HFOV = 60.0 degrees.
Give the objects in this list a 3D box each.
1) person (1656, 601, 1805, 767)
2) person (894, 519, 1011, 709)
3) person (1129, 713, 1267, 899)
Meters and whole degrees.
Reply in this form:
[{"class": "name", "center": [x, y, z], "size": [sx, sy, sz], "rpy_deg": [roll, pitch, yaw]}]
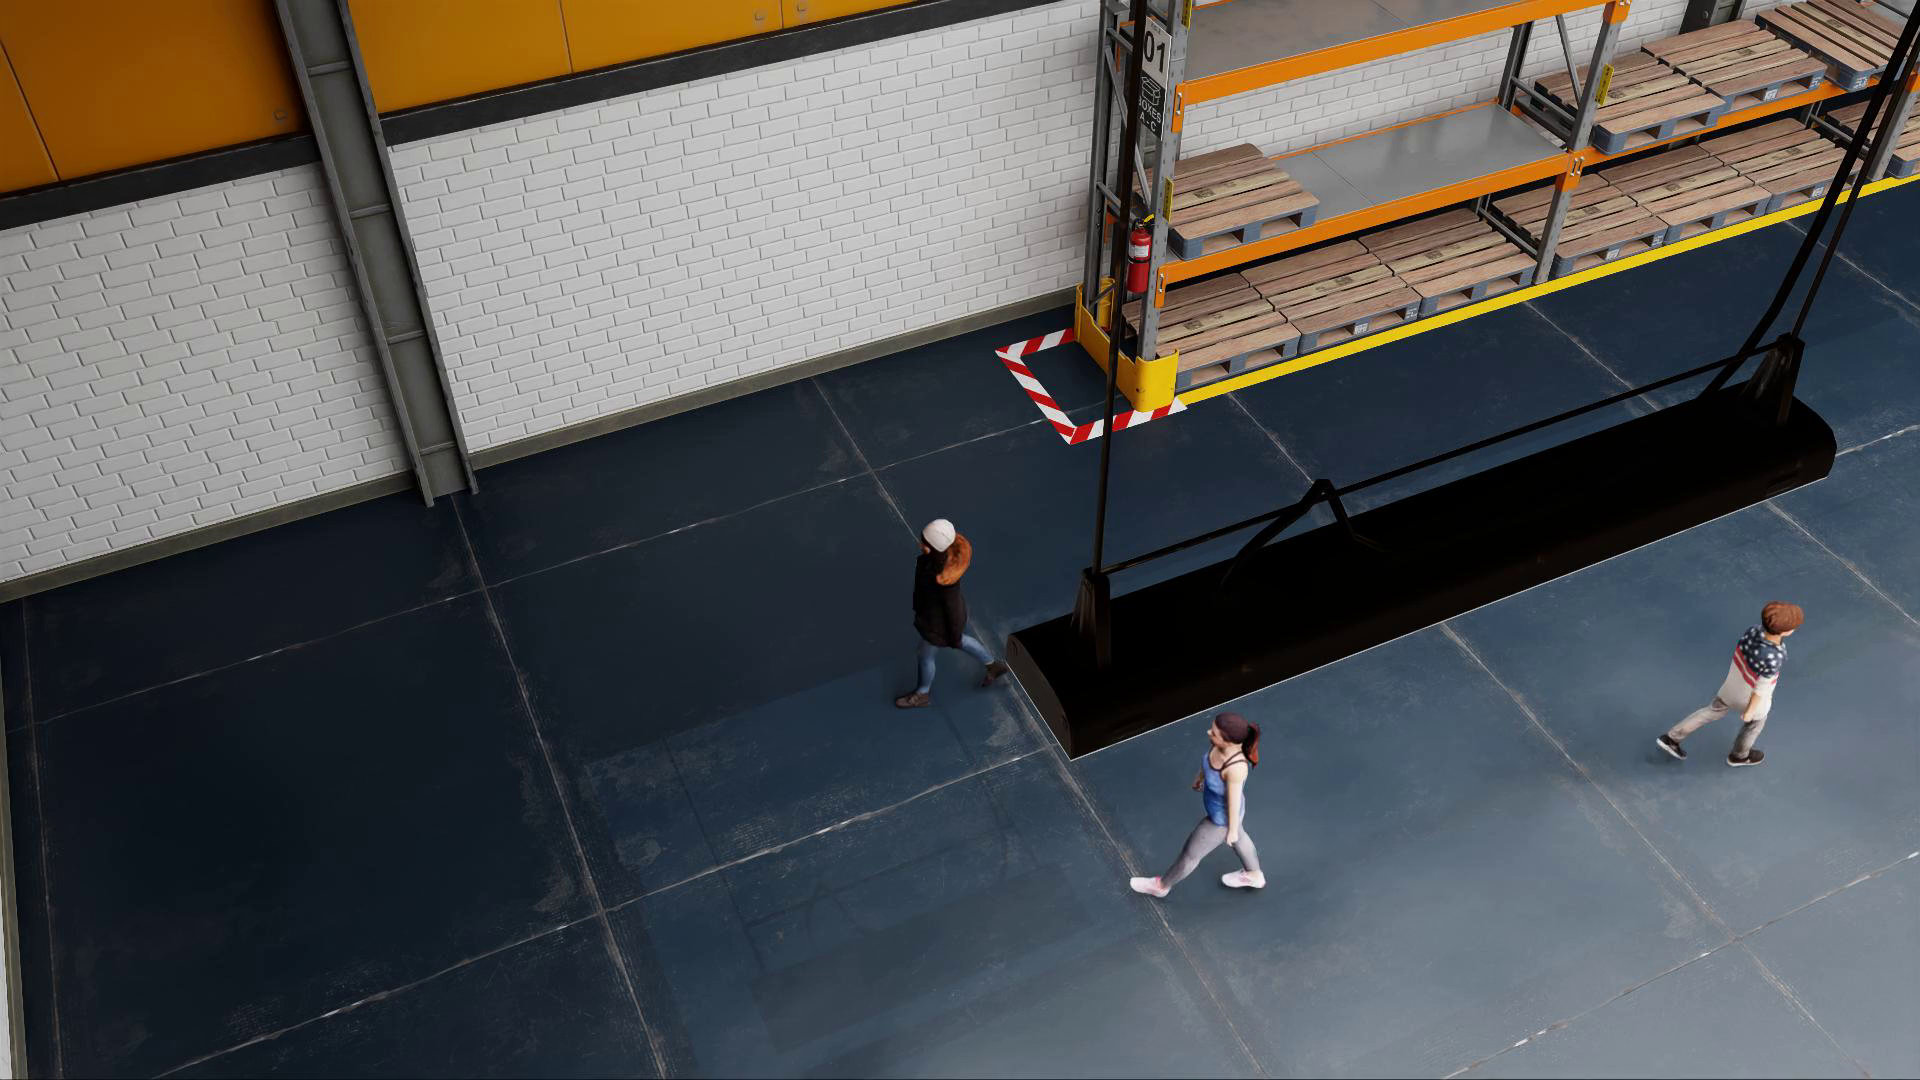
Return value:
[{"class": "person", "center": [4.791, 0.915, 10.254], "size": [0.994, 1.416, 0.716], "rpy_deg": [-5, 44, -5]}, {"class": "person", "center": [-0.042, 0.460, 10.591], "size": [1.098, 1.609, 0.840], "rpy_deg": [-4, 44, -4]}, {"class": "person", "center": [1.563, 1.540, 9.487], "size": [1.132, 1.568, 0.900], "rpy_deg": [2, 44, 2]}]
